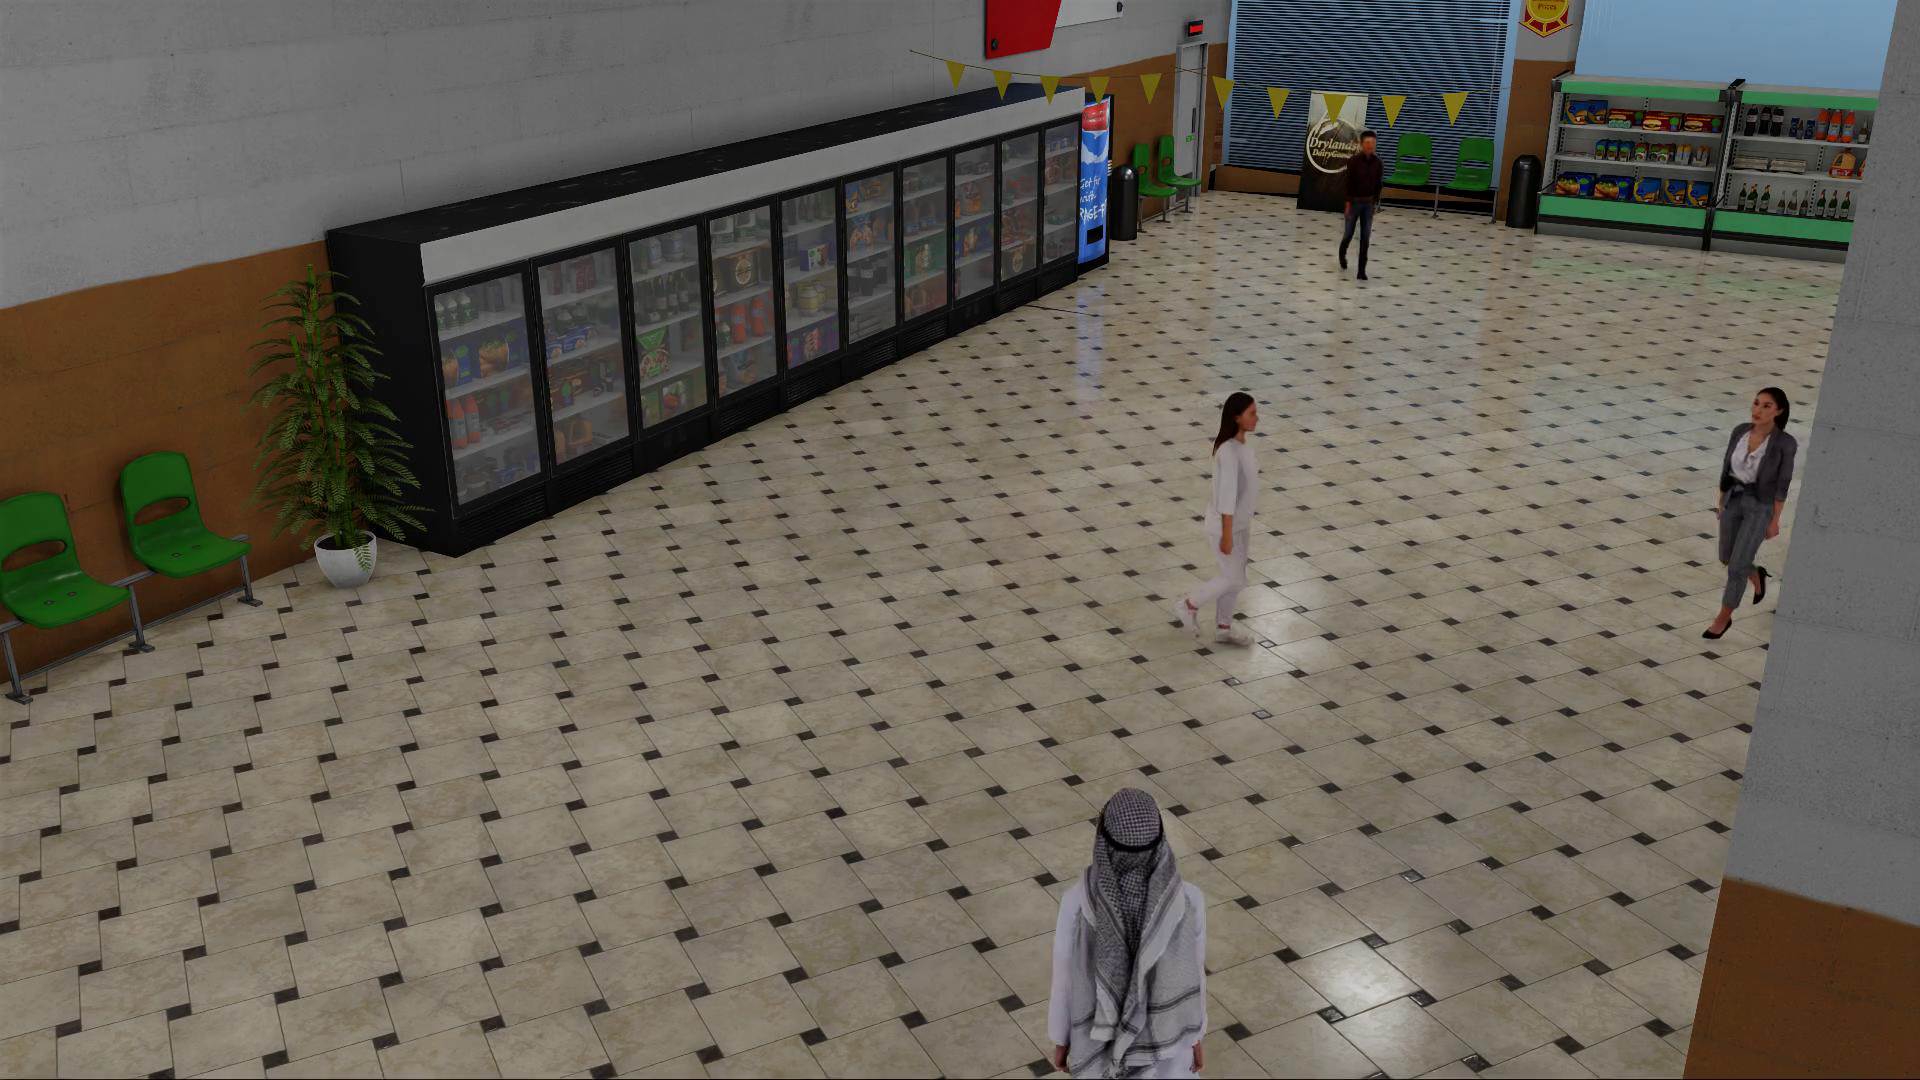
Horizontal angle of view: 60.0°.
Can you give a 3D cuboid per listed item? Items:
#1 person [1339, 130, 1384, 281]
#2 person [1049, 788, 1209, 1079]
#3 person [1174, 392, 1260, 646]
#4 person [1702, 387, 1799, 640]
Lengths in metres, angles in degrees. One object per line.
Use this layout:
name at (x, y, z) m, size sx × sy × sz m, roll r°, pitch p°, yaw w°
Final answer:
person at (4.819, -4.072, 20.205) m, size 1.168 × 1.748 × 1.105 m, roll -1°, pitch 22°, yaw -2°
person at (0.582, 1.726, 5.555) m, size 1.045 × 1.912 × 1.015 m, roll 1°, pitch 22°, yaw 3°
person at (1.622, -0.111, 10.442) m, size 0.798 × 1.678 × 0.691 m, roll 8°, pitch 23°, yaw 18°
person at (5.086, -0.176, 10.625) m, size 0.949 × 1.661 × 0.978 m, roll -12°, pitch 25°, yaw -28°
